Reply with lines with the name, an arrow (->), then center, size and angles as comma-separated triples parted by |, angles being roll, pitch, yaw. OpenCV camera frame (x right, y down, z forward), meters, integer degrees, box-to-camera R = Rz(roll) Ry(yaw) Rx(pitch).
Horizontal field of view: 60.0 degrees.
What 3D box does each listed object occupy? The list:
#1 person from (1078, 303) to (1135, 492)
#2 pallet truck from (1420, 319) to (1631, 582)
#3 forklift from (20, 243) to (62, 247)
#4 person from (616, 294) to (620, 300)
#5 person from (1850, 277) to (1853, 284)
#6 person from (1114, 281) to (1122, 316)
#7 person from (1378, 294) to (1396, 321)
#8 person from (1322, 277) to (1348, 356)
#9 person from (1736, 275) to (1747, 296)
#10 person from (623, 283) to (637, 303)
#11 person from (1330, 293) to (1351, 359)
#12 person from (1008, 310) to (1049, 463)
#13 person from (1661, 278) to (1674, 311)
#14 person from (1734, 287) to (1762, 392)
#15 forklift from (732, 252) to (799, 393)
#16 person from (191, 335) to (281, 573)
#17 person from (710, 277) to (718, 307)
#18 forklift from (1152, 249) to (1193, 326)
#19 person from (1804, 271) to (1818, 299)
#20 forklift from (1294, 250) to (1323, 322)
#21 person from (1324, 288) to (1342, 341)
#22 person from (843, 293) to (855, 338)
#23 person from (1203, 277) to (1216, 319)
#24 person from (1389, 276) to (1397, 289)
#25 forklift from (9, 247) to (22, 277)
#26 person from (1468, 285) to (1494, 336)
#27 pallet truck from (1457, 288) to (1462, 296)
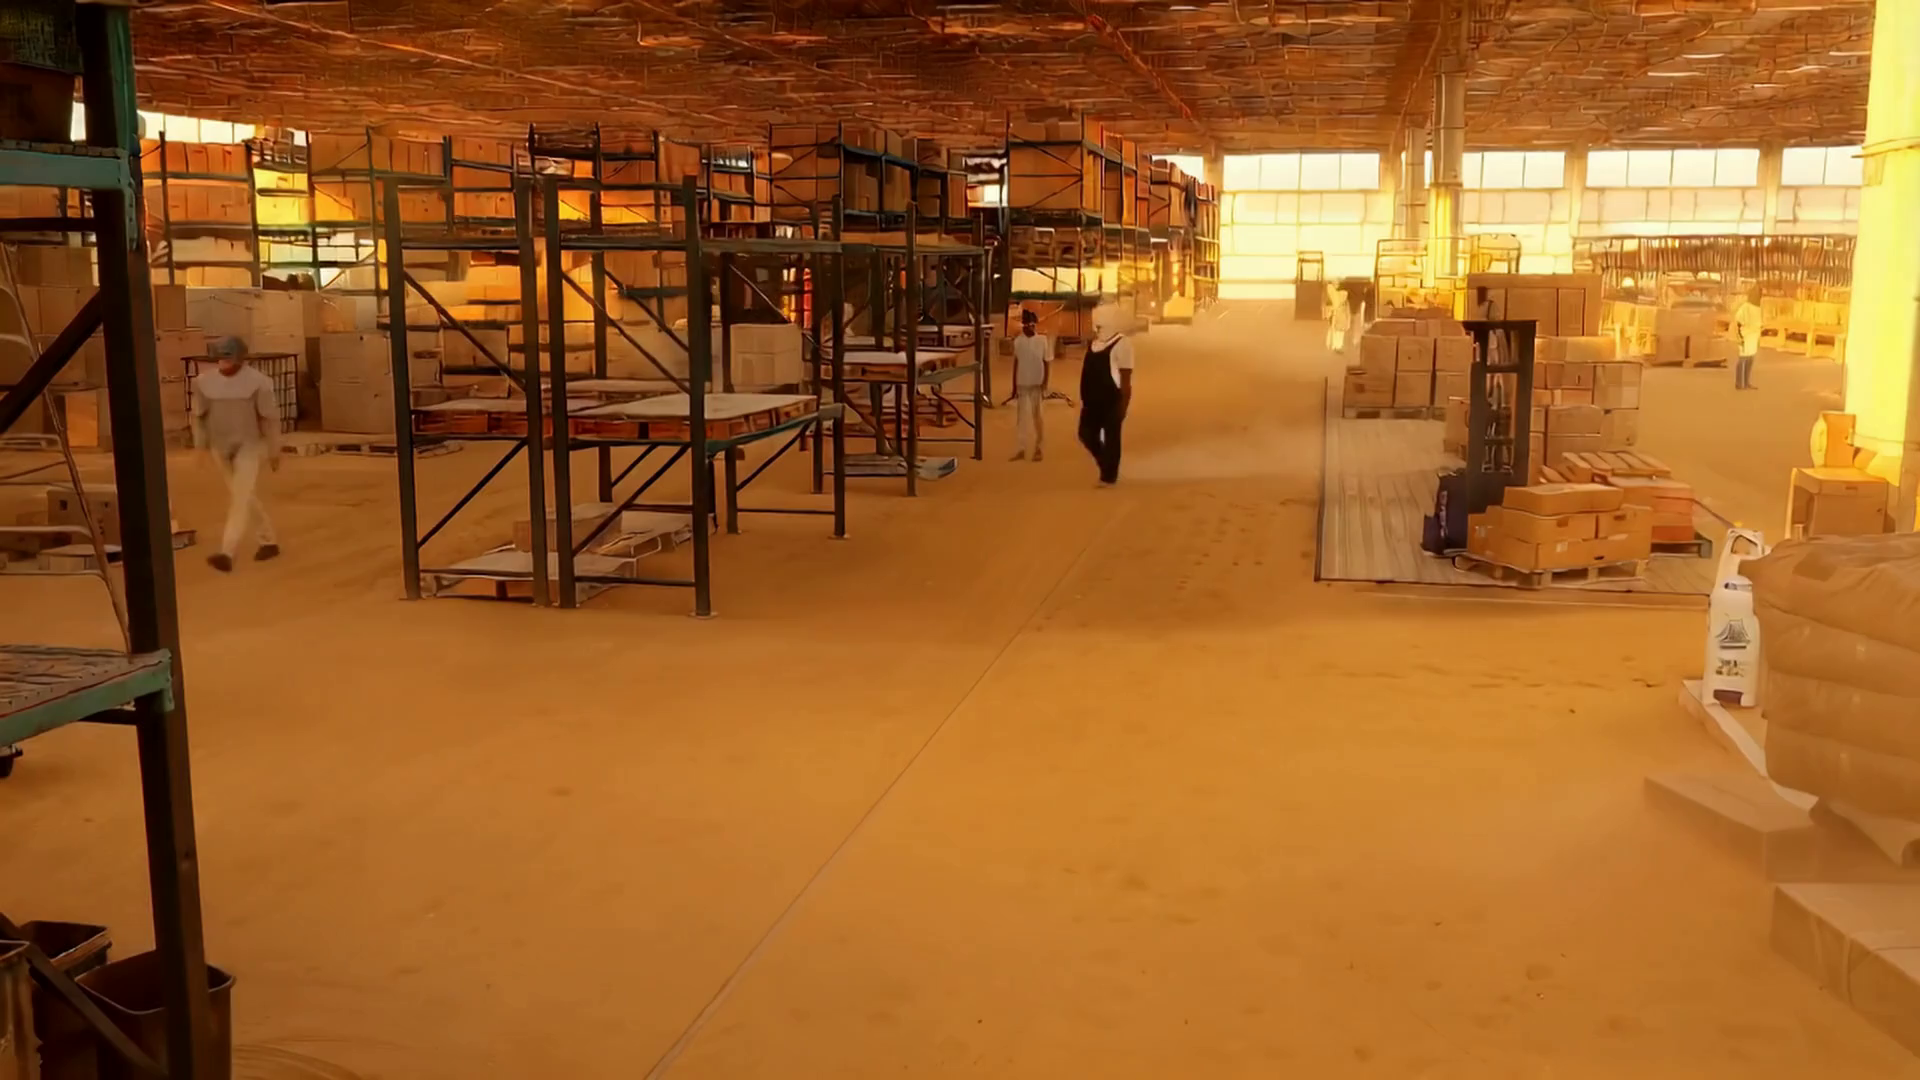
person -> 1.537, -1.529, 17.742 | 0.539, 2.000, 0.684 | -7, 12, -35
pallet truck -> 4.543, -0.757, 13.299 | 0.823, 1.965, 1.885 | -4, 10, -22
forklift -> -20.680, -5.312, 37.663 | 1.873, 2.768, 1.129 | 2, 10, 12
person -> -8.442, -5.240, 40.931 | 0.524, 1.631, 0.318 | 0, 10, 0
person -> 37.518, -10.208, 70.080 | 0.770, 1.727, 0.517 | 3, 10, 20
person -> 5.579, -8.331, 58.965 | 0.928, 1.713, 0.535 | 1, 10, 4
person -> 10.797, -5.363, 41.750 | 0.539, 1.596, 0.804 | -5, 11, -27
person -> 9.585, -5.708, 42.539 | 0.620, 2.020, 0.534 | 2, 10, 9
person -> 33.365, -10.455, 71.299 | 0.817, 1.799, 0.629 | 2, 10, 11
person -> -7.709, -4.990, 38.611 | 0.738, 1.919, 0.633 | -3, 10, -15
person -> 9.563, -5.375, 41.669 | 0.535, 1.643, 0.904 | -3, 10, -19
person -> 0.845, -1.875, 20.321 | 0.521, 1.865, 0.328 | 6, 12, 33
person -> 24.686, -8.222, 58.044 | 0.403, 1.818, 0.602 | 7, 12, 37
person -> 14.804, -3.760, 31.170 | 0.612, 1.963, 0.361 | -7, 12, -35
forklift -> -3.605, -4.001, 29.899 | 1.129, 2.768, 1.873 | 2, 10, 12
person -> -5.823, -0.700, 13.336 | 0.622, 1.868, 1.063 | 1, 10, 7
person -> -7.543, -7.060, 50.795 | 0.373, 1.940, 0.627 | -7, 12, -34
forklift -> 7.646, -9.320, 61.395 | 1.873, 2.768, 1.129 | 2, 10, 11
person -> 38.917, -11.372, 76.103 | 0.611, 2.026, 0.549 | 1, 10, 6
forklift -> 13.778, -10.002, 65.433 | 1.129, 2.768, 1.873 | 2, 10, 12
person -> 11.333, -6.943, 50.372 | 0.665, 1.858, 1.011 | 2, 10, 13
person -> -2.882, -5.432, 42.095 | 0.479, 1.625, 0.518 | -7, 12, -37
person -> 10.339, -10.053, 69.071 | 0.537, 1.748, 0.488 | 1, 10, 7
person -> 21.709, -12.402, 83.374 | 0.360, 1.613, 0.564 | -4, 11, -24
forklift -> -26.920, -7.090, 48.189 | 1.129, 2.768, 1.873 | 2, 10, 12
person -> 11.683, -4.762, 37.332 | 0.626, 1.896, 0.591 | -3, 10, -16
pallet truck -> 20.506, -9.785, 68.819 | 0.653, 1.274, 1.630 | 2, 10, 12
